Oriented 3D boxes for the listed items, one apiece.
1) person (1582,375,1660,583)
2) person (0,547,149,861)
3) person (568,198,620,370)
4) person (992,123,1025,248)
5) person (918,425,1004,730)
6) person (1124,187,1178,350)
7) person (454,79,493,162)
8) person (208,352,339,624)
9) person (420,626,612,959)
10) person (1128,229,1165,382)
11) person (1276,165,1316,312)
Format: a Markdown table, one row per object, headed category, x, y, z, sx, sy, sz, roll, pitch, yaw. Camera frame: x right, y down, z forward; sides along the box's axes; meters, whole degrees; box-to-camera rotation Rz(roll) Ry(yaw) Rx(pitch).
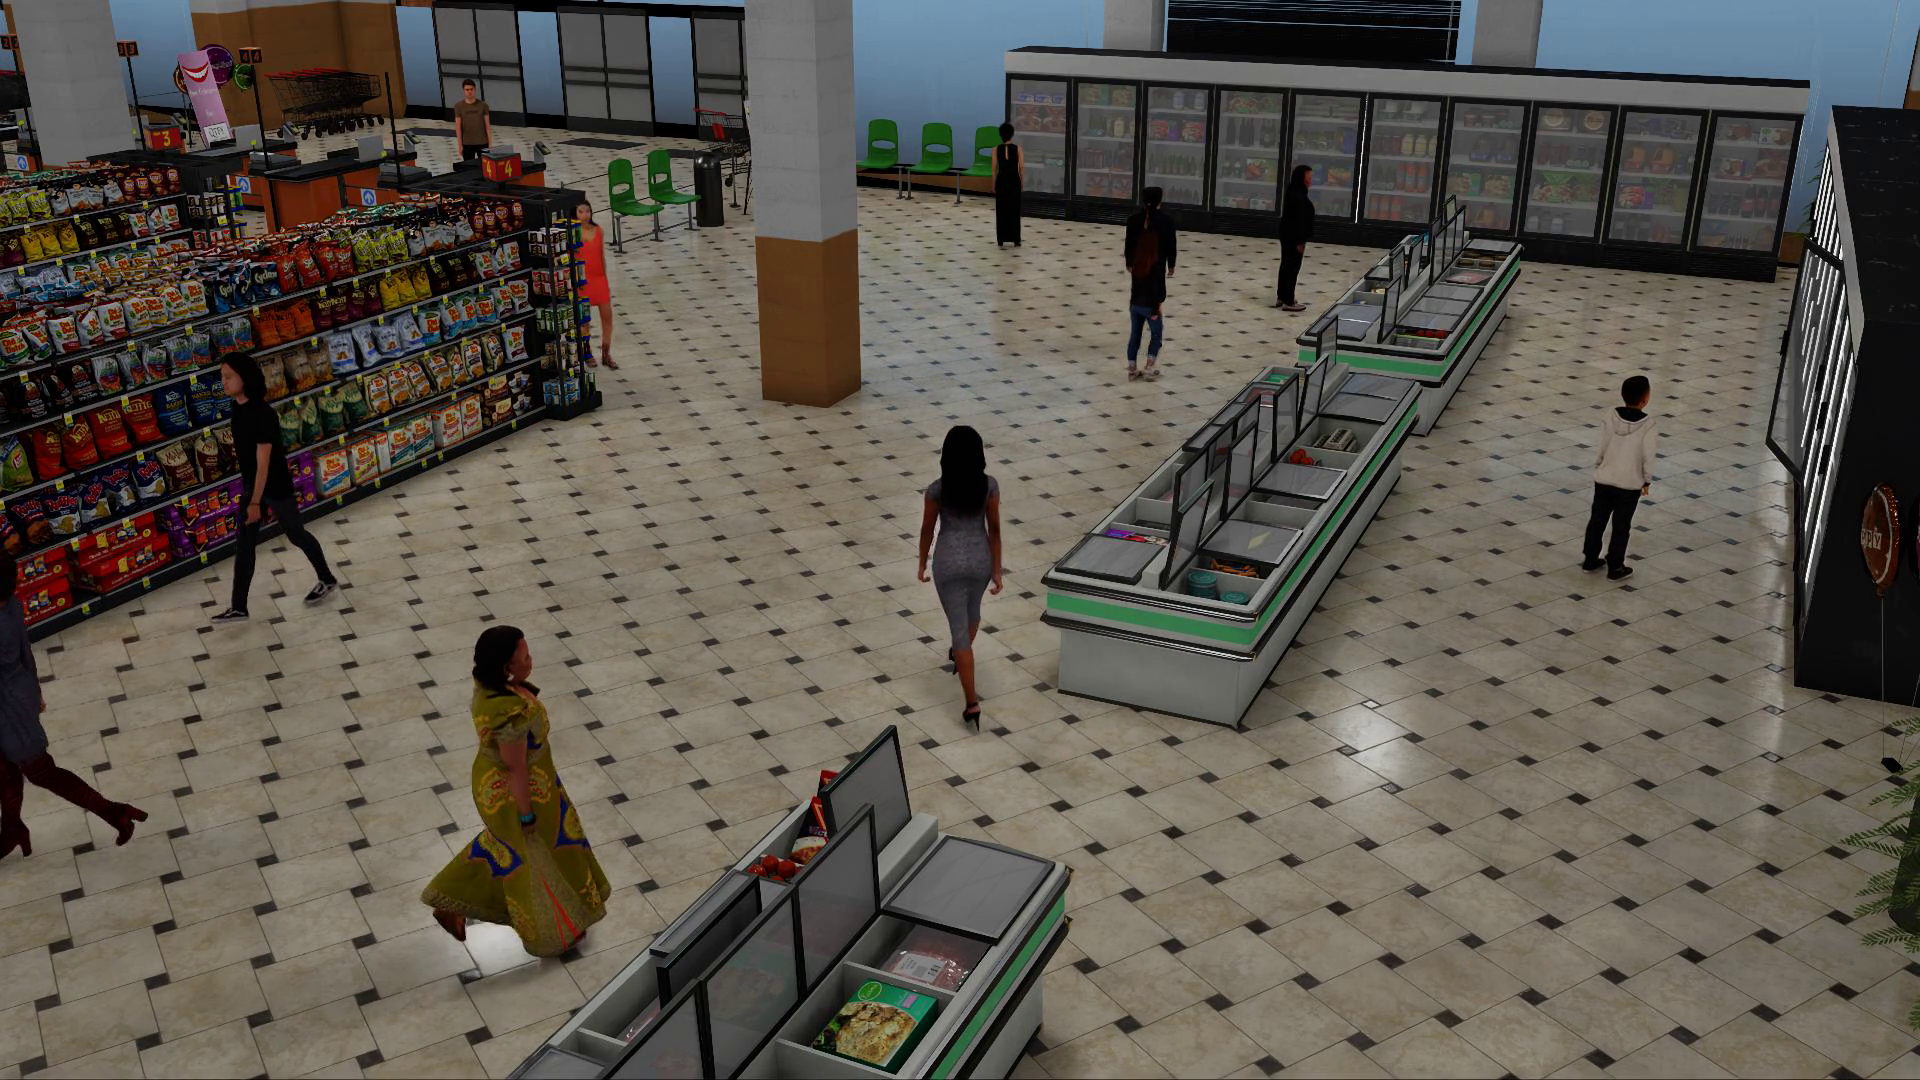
| category | x | y | z | sx | sy | sz | roll | pitch | yaw |
| --- | --- | --- | --- | --- | --- | --- | --- | --- | --- |
| person | 4.574 | -0.432 | 11.553 | 0.630 | 1.452 | 0.638 | -18 | 28 | -38 |
| person | -4.509 | 0.837 | 8.084 | 1.016 | 1.683 | 1.090 | -3 | 22 | -7 |
| person | -3.709 | -2.541 | 16.469 | 0.828 | 1.700 | 0.866 | -14 | 26 | -31 |
| person | 0.628 | -4.662 | 21.879 | 0.636 | 1.601 | 0.618 | 2 | 22 | 6 |
| person | 0.037 | 0.248 | 9.467 | 1.028 | 1.745 | 1.143 | -5 | 22 | -13 |
| person | 1.947 | -2.789 | 17.125 | 0.743 | 1.671 | 0.696 | 5 | 22 | 12 |
| person | -7.122 | -5.818 | 24.421 | 0.729 | 1.852 | 0.804 | -9 | 24 | -22 |
| person | -4.463 | -0.357 | 10.914 | 0.741 | 1.789 | 1.189 | 14 | 26 | 31 |
| person | -2.044 | 1.148 | 7.362 | 1.235 | 1.644 | 1.135 | -10 | 24 | -24 |
| person | 1.744 | -2.256 | 16.068 | 0.642 | 1.470 | 0.652 | 18 | 28 | 38 |
| person | 3.761 | -3.406 | 18.740 | 0.812 | 1.612 | 0.721 | -2 | 22 | -4 |
